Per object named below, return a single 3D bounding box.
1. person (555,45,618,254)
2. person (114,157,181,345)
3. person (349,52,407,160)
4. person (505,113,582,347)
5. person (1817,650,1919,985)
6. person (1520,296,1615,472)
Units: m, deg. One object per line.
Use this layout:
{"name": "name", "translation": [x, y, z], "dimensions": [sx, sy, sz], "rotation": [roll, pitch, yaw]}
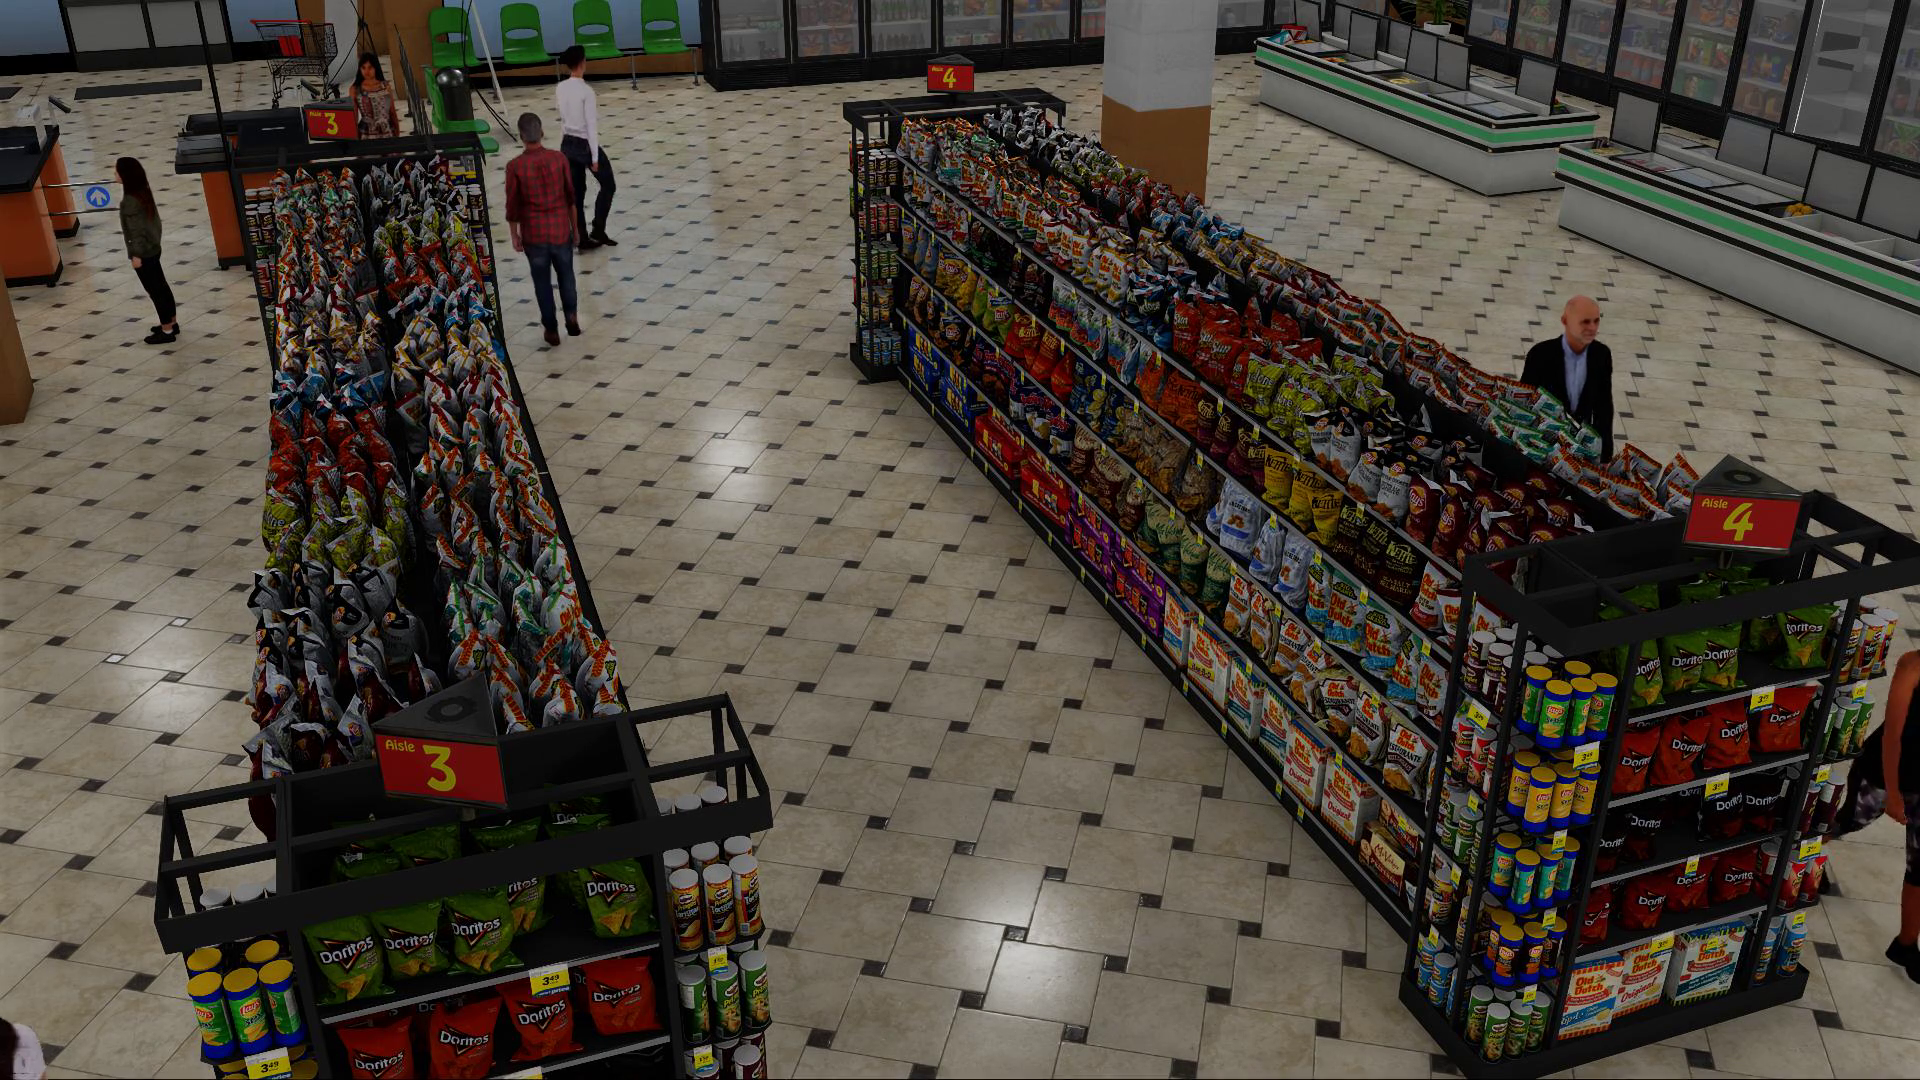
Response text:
{"name": "person", "translation": [-3.506, -3.531, 15.161], "dimensions": [0.759, 1.858, 0.820], "rotation": [13, 30, 23]}
{"name": "person", "translation": [-6.435, -2.296, 13.151], "dimensions": [0.672, 1.475, 0.497], "rotation": [-5, 27, -9]}
{"name": "person", "translation": [-5.633, -3.891, 16.111], "dimensions": [0.694, 1.642, 0.603], "rotation": [-16, 31, -29]}
{"name": "person", "translation": [-3.197, -2.370, 12.915], "dimensions": [0.731, 1.820, 0.743], "rotation": [-11, 29, -21]}
{"name": "person", "translation": [3.749, 0.888, 6.705], "dimensions": [0.795, 1.625, 1.153], "rotation": [-1, 27, -3]}
{"name": "person", "translation": [3.313, -0.540, 9.377], "dimensions": [0.830, 1.757, 1.230], "rotation": [-5, 27, -10]}
